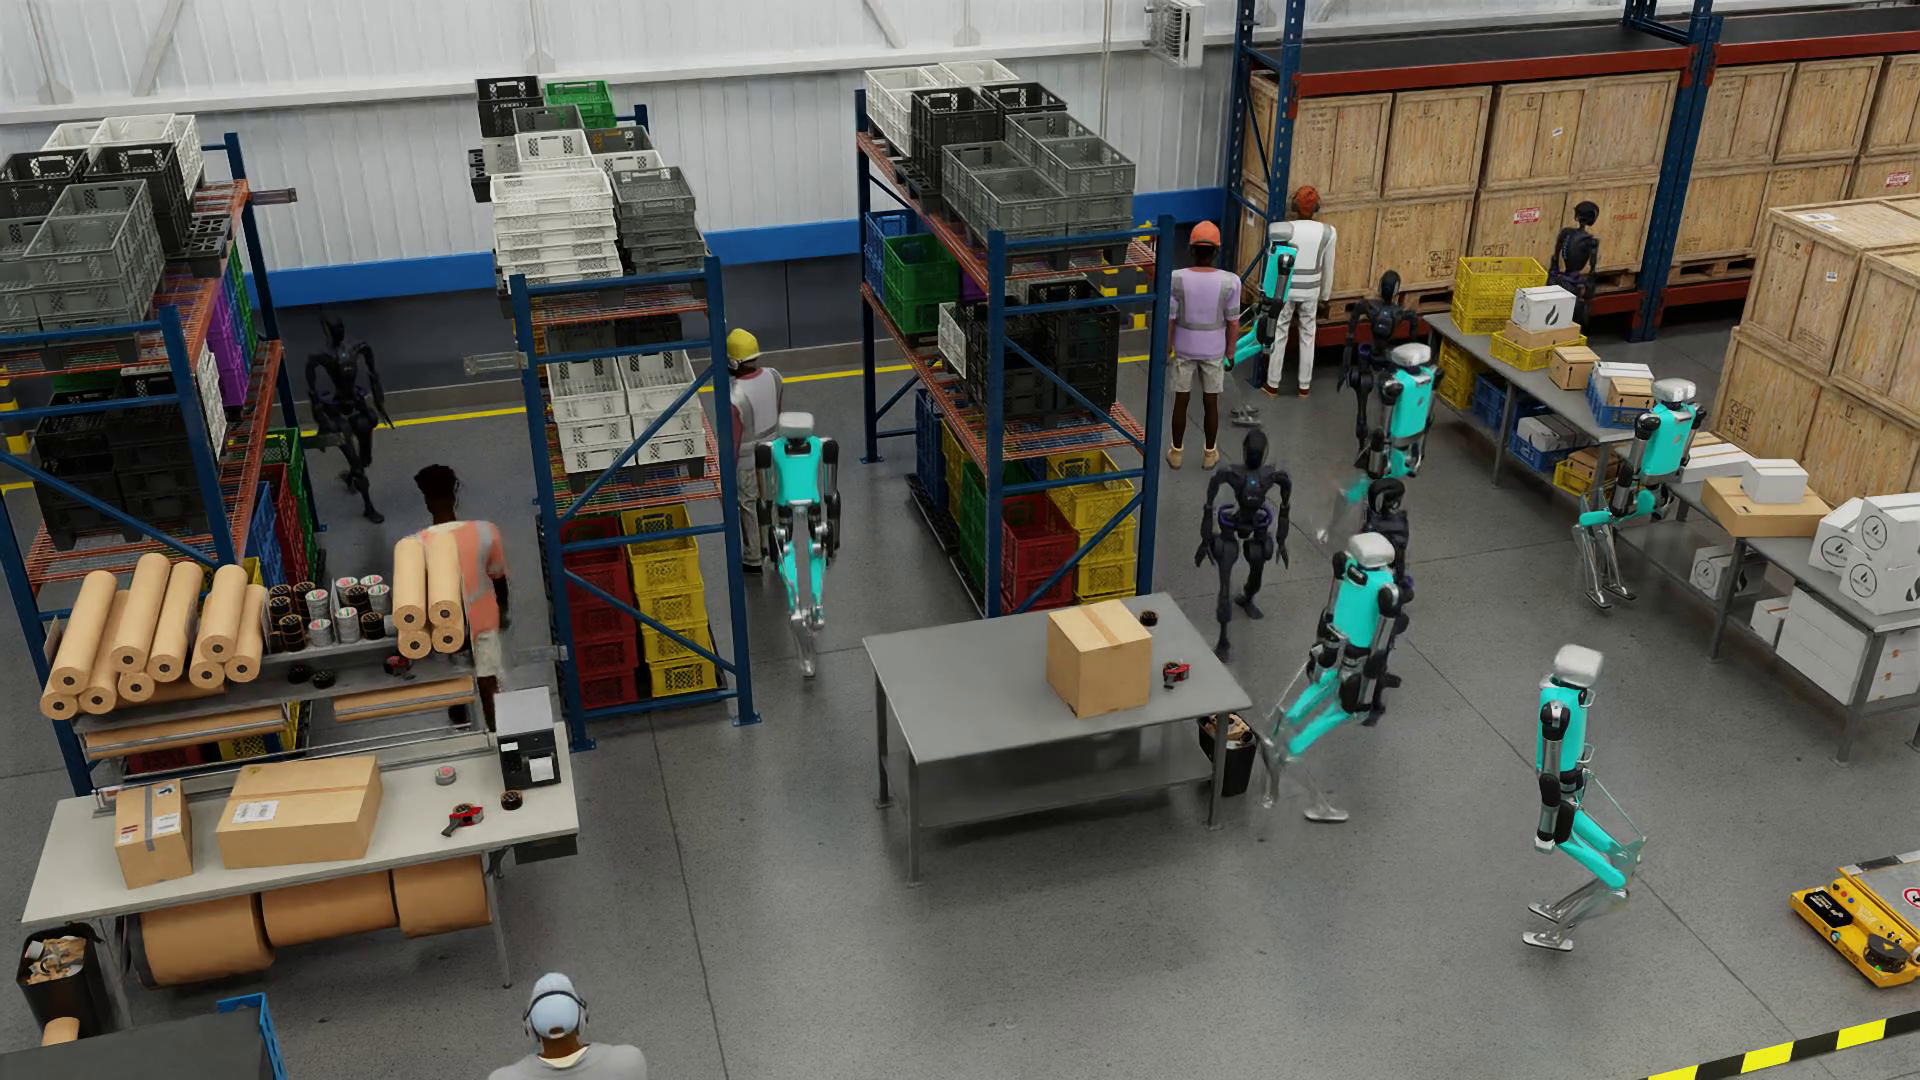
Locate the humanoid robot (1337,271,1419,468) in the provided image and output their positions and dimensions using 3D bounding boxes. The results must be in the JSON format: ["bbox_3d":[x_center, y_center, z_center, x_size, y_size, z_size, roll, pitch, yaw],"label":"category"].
[{"bbox_3d":[3.295,-1.329,13.115,0.599,1.646,0.350,9,30,15],"label":"humanoid robot"}]

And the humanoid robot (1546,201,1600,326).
[{"bbox_3d":[5.291,-2.153,14.621,0.462,1.647,0.611,-10,30,-17],"label":"humanoid robot"}]

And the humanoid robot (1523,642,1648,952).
[{"bbox_3d":[3.101,1.311,8.111,0.735,1.678,0.533,15,32,25],"label":"humanoid robot"}]

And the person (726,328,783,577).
[{"bbox_3d":[-1.475,-0.611,11.646,0.403,1.834,0.588,18,33,29],"label":"person"}]

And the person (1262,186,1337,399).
[{"bbox_3d":[2.920,-2.130,14.365,0.570,1.877,0.338,2,29,4],"label":"person"}]

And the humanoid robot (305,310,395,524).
[{"bbox_3d":[-4.621,-0.960,12.500,0.736,1.651,0.589,25,38,38],"label":"humanoid robot"}]

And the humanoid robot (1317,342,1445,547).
[{"bbox_3d":[2.910,-0.605,11.822,0.546,1.860,0.857,-18,33,-29],"label":"humanoid robot"}]

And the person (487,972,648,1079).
[{"bbox_3d":[-1.413,2.354,6.233,0.587,1.853,0.374,-8,30,-14],"label":"person"}]

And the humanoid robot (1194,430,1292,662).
[{"bbox_3d":[1.842,-0.047,10.848,0.614,1.621,0.748,1,29,2],"label":"humanoid robot"}]

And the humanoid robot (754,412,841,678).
[{"bbox_3d":[-0.974,0.111,10.471,0.539,1.760,1.022,-6,29,-11],"label":"humanoid robot"}]

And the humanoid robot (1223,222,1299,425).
[{"bbox_3d":[2.387,-1.801,13.833,0.718,1.716,0.531,2,29,3],"label":"humanoid robot"}]

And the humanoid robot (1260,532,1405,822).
[{"bbox_3d":[1.938,0.829,9.139,0.790,1.785,0.530,-12,31,-20],"label":"humanoid robot"}]

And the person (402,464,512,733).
[{"bbox_3d":[-2.880,0.472,9.605,0.611,1.907,1.020,-13,31,-22],"label":"person"}]

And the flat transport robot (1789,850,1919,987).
[{"bbox_3d":[5.163,1.916,8.676,1.431,0.231,0.659,-8,30,-14],"label":"flat transport robot"}]

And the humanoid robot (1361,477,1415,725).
[{"bbox_3d":[2.599,0.341,10.085,0.460,1.646,0.610,-5,29,-9],"label":"humanoid robot"}]

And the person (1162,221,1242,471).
[{"bbox_3d":[1.874,-1.509,13.075,0.605,2.037,0.379,4,29,7],"label":"person"}]

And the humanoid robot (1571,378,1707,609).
[{"bbox_3d":[4.470,-0.378,11.185,0.533,1.677,0.735,-12,31,-21],"label":"humanoid robot"}]
